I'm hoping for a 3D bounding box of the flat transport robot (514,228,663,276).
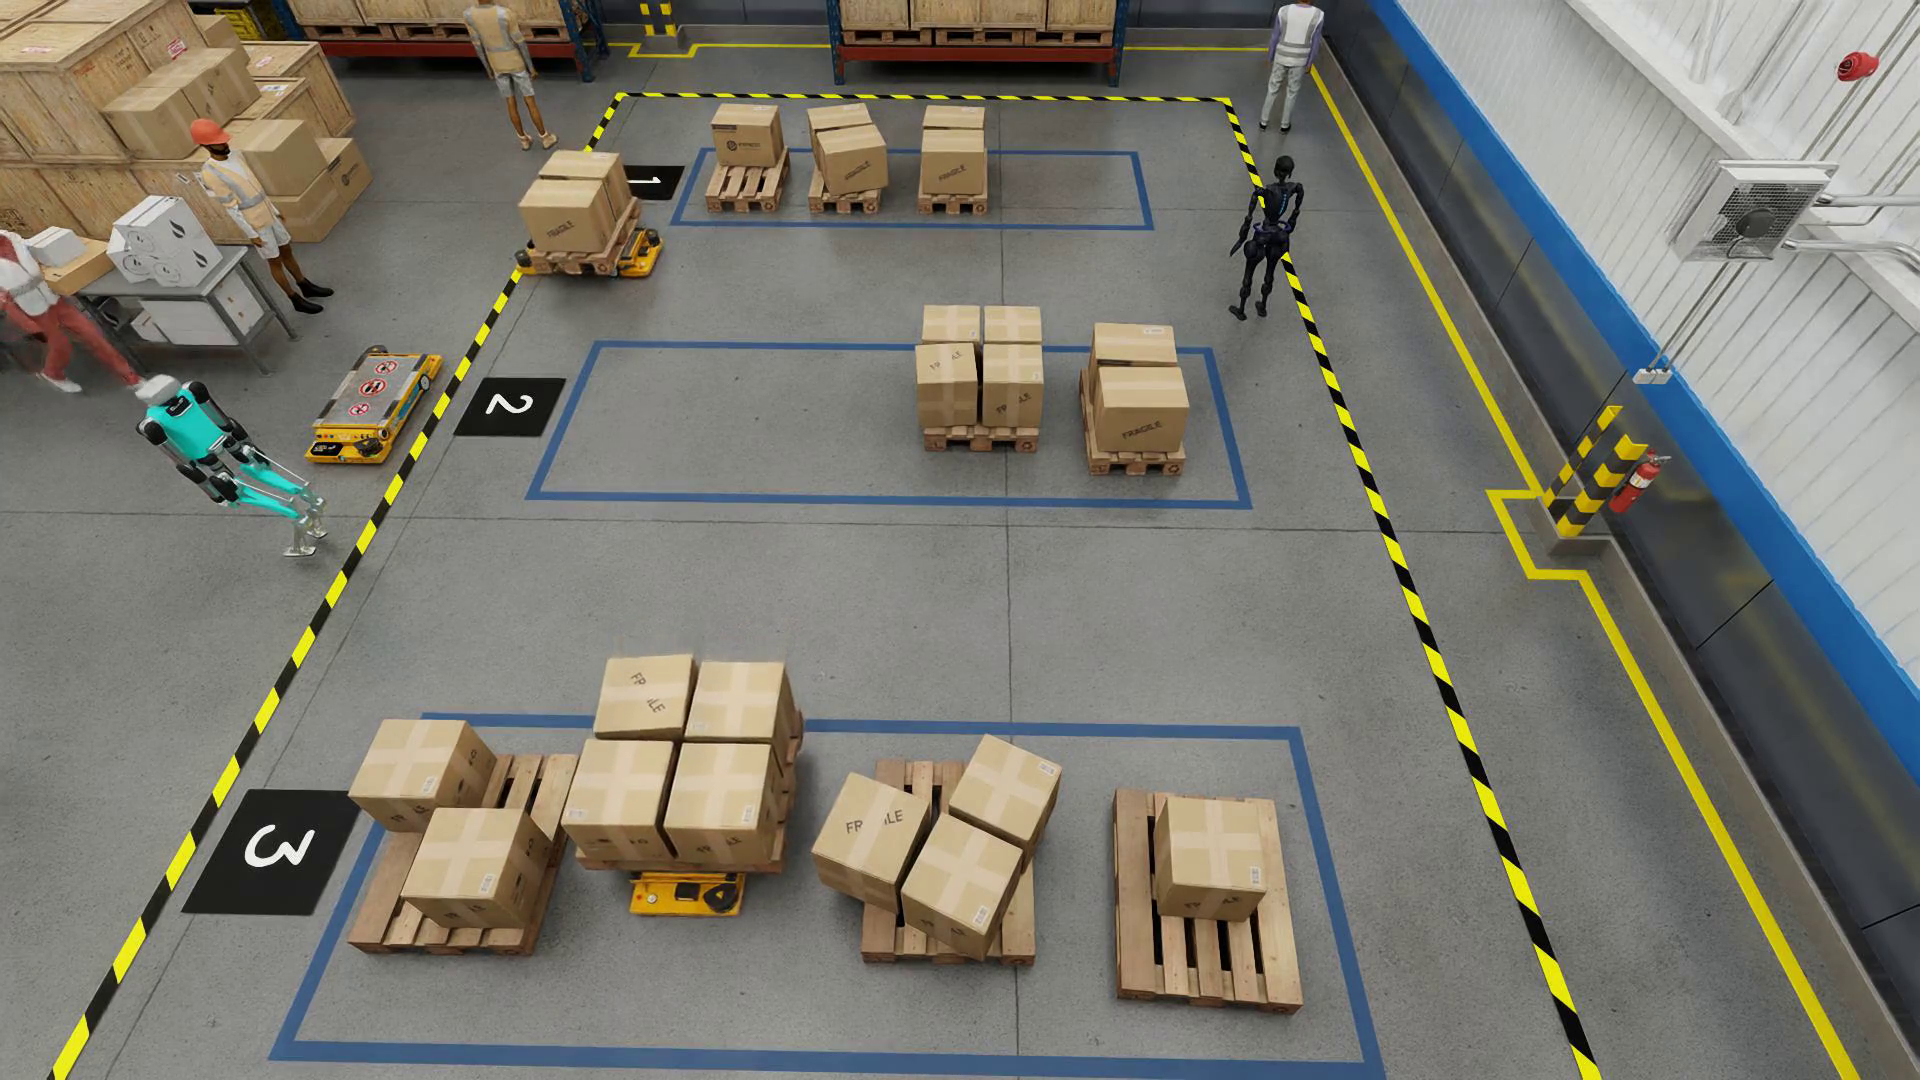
[{"bbox_3d":[-4.055,-3.168,10.029,1.431,0.197,0.652,1,50,1],"label":"flat transport robot"}]

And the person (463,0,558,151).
[{"bbox_3d":[-5.451,-5.741,11.061,0.606,2.048,0.366,-3,50,-2],"label":"person"}]

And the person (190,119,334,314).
[{"bbox_3d":[-6.803,-3.126,8.920,0.351,1.938,0.543,-2,50,-1],"label":"person"}]

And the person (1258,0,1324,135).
[{"bbox_3d":[4.130,-6.019,11.439,0.587,1.827,0.403,17,52,14],"label":"person"}]

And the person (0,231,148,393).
[{"bbox_3d":[-8.086,-2.044,8.036,0.860,1.894,0.594,2,50,2],"label":"person"}]

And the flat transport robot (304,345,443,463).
[{"bbox_3d":[-5.383,-1.269,8.441,0.659,0.231,1.431,1,50,1],"label":"flat transport robot"}]

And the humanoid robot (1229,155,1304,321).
[{"bbox_3d":[2.965,-2.918,8.902,0.599,1.659,0.315,-8,50,-7],"label":"humanoid robot"}]

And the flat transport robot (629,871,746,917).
[{"bbox_3d":[-1.652,1.672,5.934,0.652,0.197,1.431,1,50,1],"label":"flat transport robot"}]

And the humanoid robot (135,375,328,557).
[{"bbox_3d":[-5.178,-0.487,6.732,0.735,1.672,0.533,8,50,7],"label":"humanoid robot"}]
